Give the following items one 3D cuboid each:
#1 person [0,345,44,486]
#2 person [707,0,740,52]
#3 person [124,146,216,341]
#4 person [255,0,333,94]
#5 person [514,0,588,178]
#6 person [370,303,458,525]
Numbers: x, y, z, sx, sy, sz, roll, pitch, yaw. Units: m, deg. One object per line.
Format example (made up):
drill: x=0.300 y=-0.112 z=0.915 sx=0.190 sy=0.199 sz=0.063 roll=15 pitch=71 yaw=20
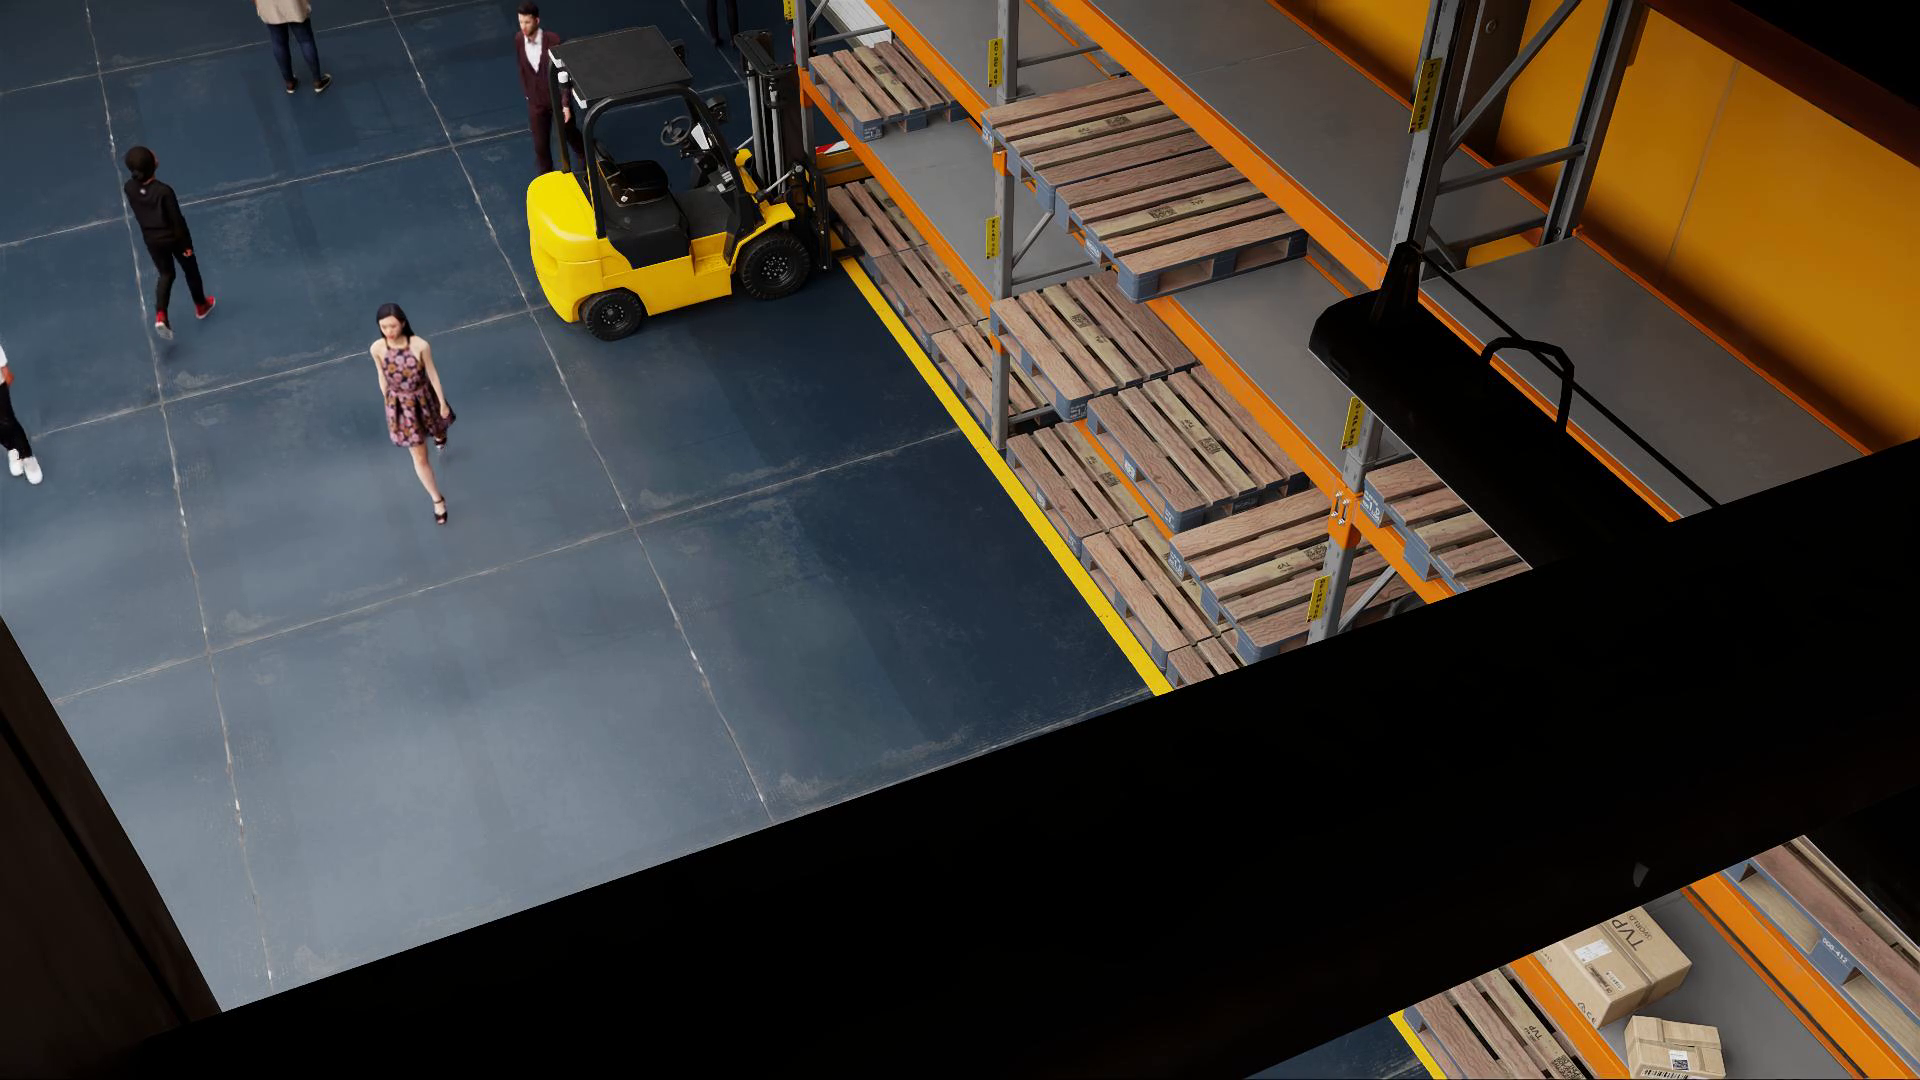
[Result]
person: x=-7.216 y=-1.236 z=12.184 sx=0.648 sy=1.794 sz=0.696 roll=-13 pitch=45 yaw=-14
person: x=-2.481 y=-5.885 z=17.063 sx=0.676 sy=1.795 sz=0.724 roll=12 pitch=45 yaw=12
person: x=-6.479 y=-2.389 z=13.494 sx=0.889 sy=1.655 sz=1.083 roll=3 pitch=44 yaw=3
person: x=-6.716 y=-5.338 z=16.416 sx=0.794 sy=1.895 sz=0.790 roll=-3 pitch=44 yaw=-3
person: x=-3.680 y=-4.019 z=15.086 sx=1.076 sy=1.821 sz=1.278 roll=5 pitch=44 yaw=6
person: x=-3.895 y=-0.993 z=11.963 sx=0.793 sy=1.747 sz=1.176 roll=-8 pitch=44 yaw=-8
